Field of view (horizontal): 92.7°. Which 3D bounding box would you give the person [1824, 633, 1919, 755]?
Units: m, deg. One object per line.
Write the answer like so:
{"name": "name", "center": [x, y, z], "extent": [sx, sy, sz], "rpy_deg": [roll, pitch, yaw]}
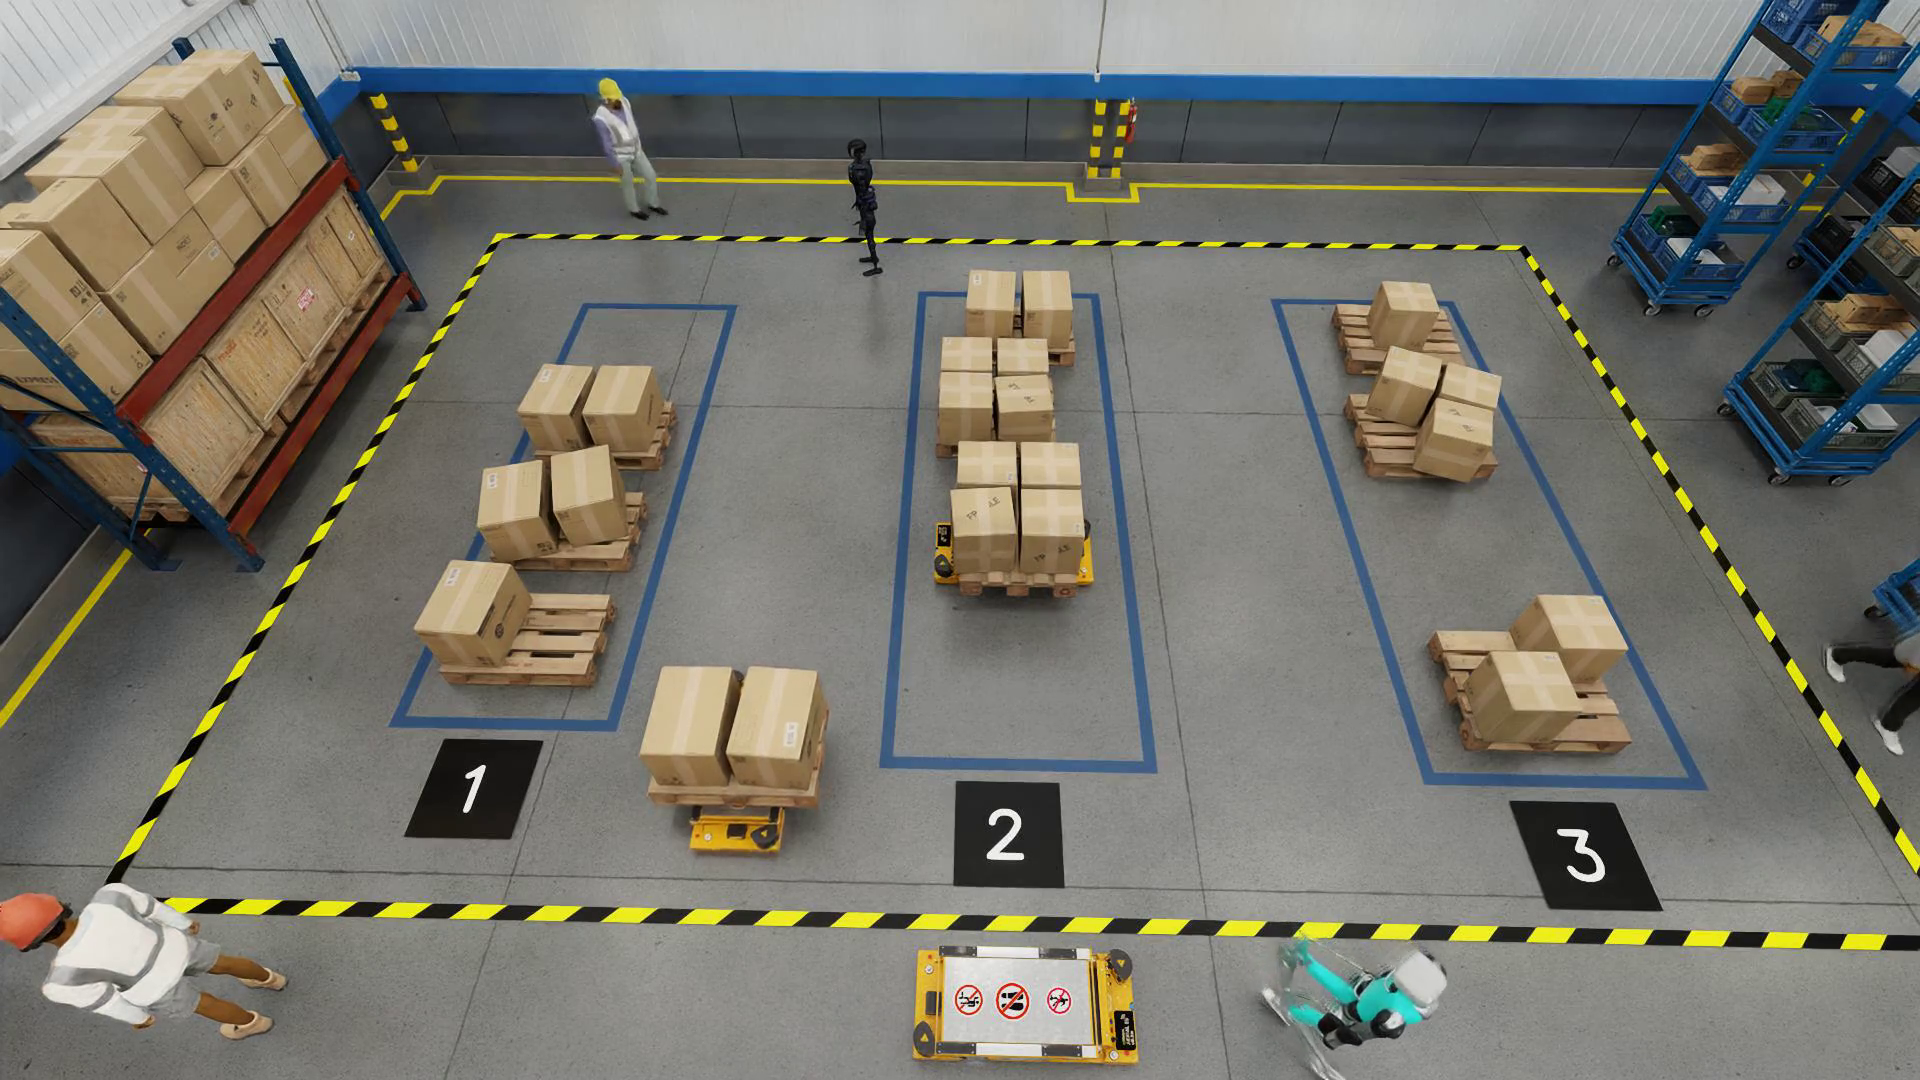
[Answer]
{"name": "person", "center": [7.369, 0.762, 6.868], "extent": [0.598, 1.813, 0.915], "rpy_deg": [1, 51, 1]}

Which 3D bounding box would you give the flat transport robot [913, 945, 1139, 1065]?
{"name": "flat transport robot", "center": [0.422, 3.041, 6.007], "extent": [1.431, 0.231, 0.659], "rpy_deg": [1, 51, 1]}

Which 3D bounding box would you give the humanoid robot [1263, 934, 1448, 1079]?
{"name": "humanoid robot", "center": [2.187, 2.641, 5.371], "extent": [0.540, 1.728, 0.969], "rpy_deg": [-34, 58, -24]}

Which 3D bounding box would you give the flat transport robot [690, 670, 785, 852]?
{"name": "flat transport robot", "center": [-1.635, 1.675, 7.102], "extent": [0.652, 0.197, 1.431], "rpy_deg": [1, 51, 1]}

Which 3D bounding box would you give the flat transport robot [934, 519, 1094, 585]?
{"name": "flat transport robot", "center": [0.490, 0.087, 8.397], "extent": [1.431, 0.197, 0.652], "rpy_deg": [1, 51, 1]}

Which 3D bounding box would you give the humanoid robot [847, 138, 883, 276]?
{"name": "humanoid robot", "center": [-1.125, -3.893, 10.740], "extent": [0.315, 1.659, 0.599], "rpy_deg": [-7, 51, -6]}

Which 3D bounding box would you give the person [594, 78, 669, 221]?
{"name": "person", "center": [-4.092, -4.810, 11.411], "extent": [0.635, 1.808, 0.619], "rpy_deg": [22, 54, 17]}

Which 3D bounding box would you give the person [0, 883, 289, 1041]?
{"name": "person", "center": [-4.695, 2.484, 5.320], "extent": [0.390, 2.038, 0.609], "rpy_deg": [-1, 51, -1]}
